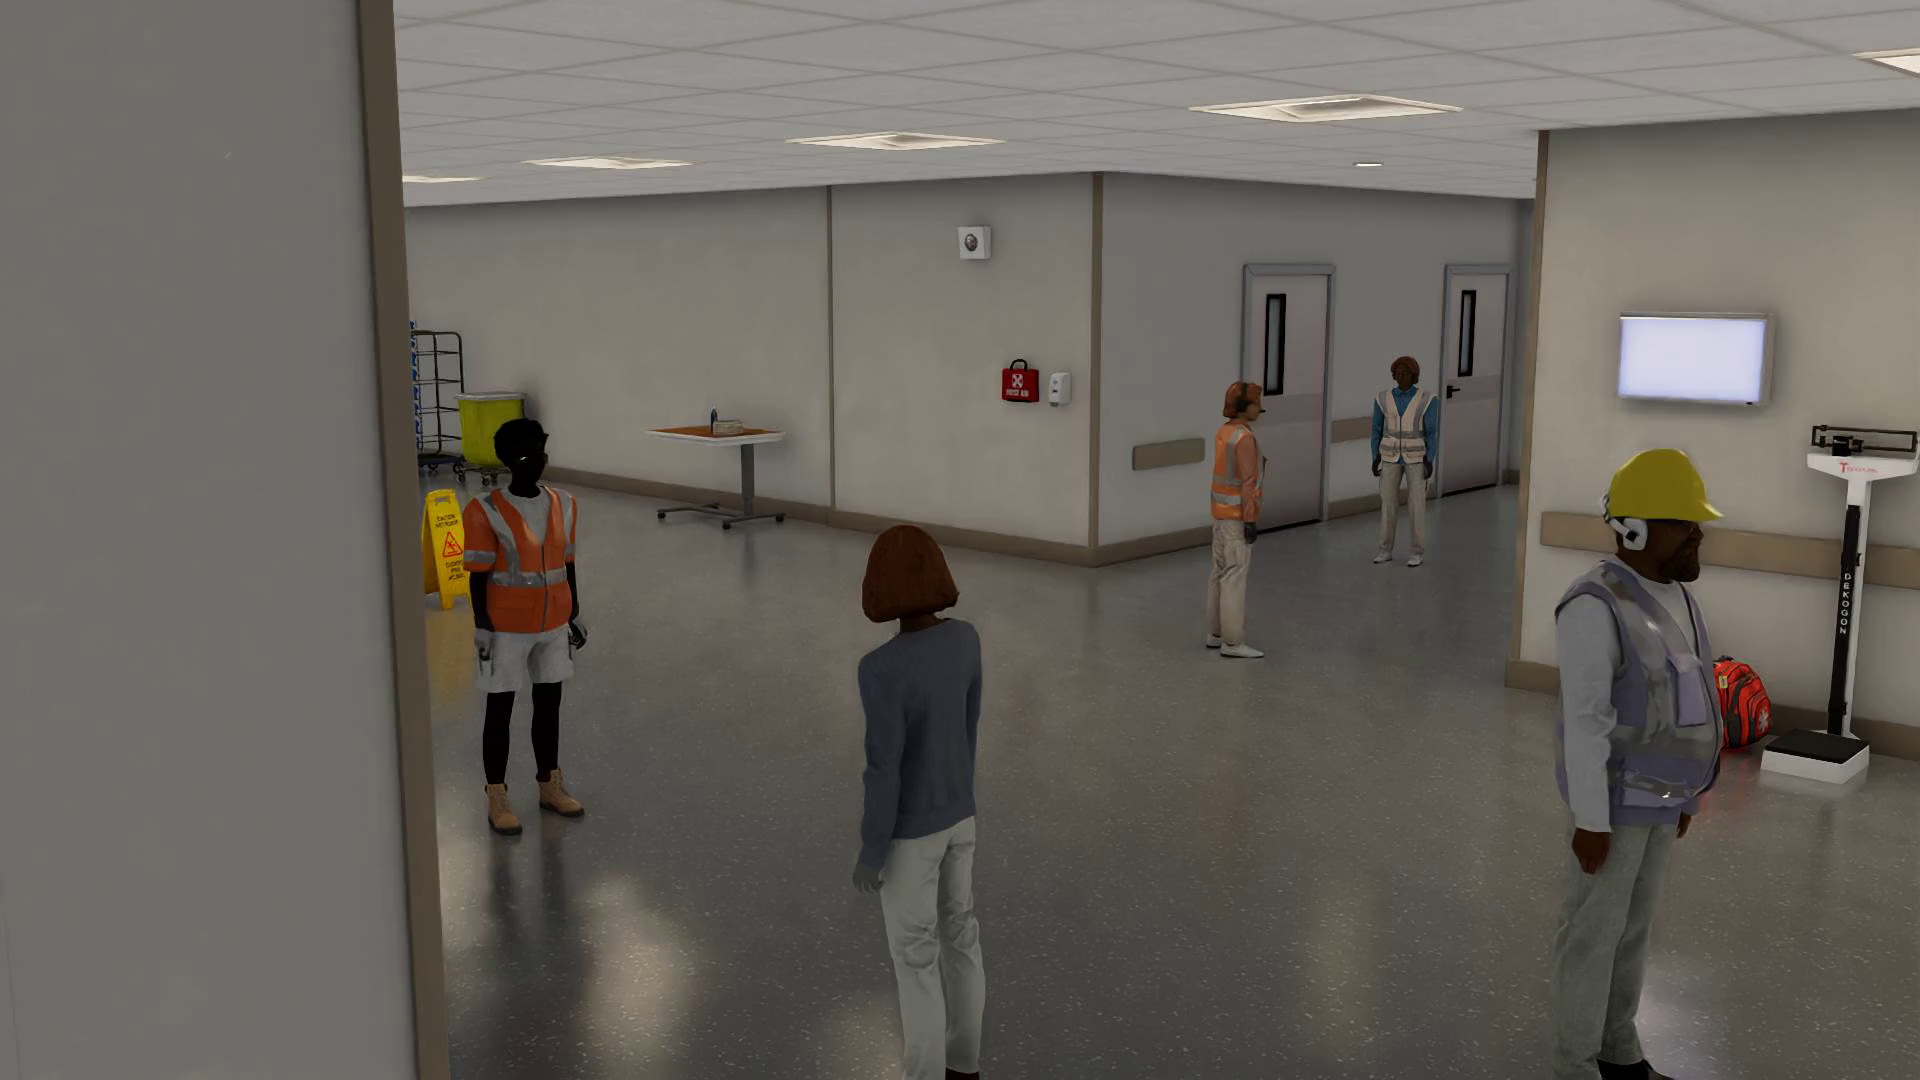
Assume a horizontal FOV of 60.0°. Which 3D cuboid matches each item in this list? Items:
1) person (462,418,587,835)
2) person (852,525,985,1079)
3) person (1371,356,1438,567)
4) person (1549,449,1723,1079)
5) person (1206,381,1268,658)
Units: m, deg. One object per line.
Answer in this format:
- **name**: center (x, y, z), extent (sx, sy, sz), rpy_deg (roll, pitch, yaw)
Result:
- **person**: center (-1.784, 0.343, 6.855), extent (0.321, 1.697, 0.529), rpy_deg (9, 13, 43)
- **person**: center (-0.114, 0.769, 4.442), extent (0.286, 1.632, 0.500), rpy_deg (6, 11, 33)
- **person**: center (3.440, -0.610, 12.911), extent (0.509, 1.629, 0.315), rpy_deg (5, 11, 29)
- **person**: center (1.804, 0.669, 4.438), extent (0.403, 1.835, 0.586), rpy_deg (9, 13, 43)
- **person**: center (1.645, -0.124, 9.905), extent (0.312, 1.636, 0.520), rpy_deg (-1, 9, -9)
